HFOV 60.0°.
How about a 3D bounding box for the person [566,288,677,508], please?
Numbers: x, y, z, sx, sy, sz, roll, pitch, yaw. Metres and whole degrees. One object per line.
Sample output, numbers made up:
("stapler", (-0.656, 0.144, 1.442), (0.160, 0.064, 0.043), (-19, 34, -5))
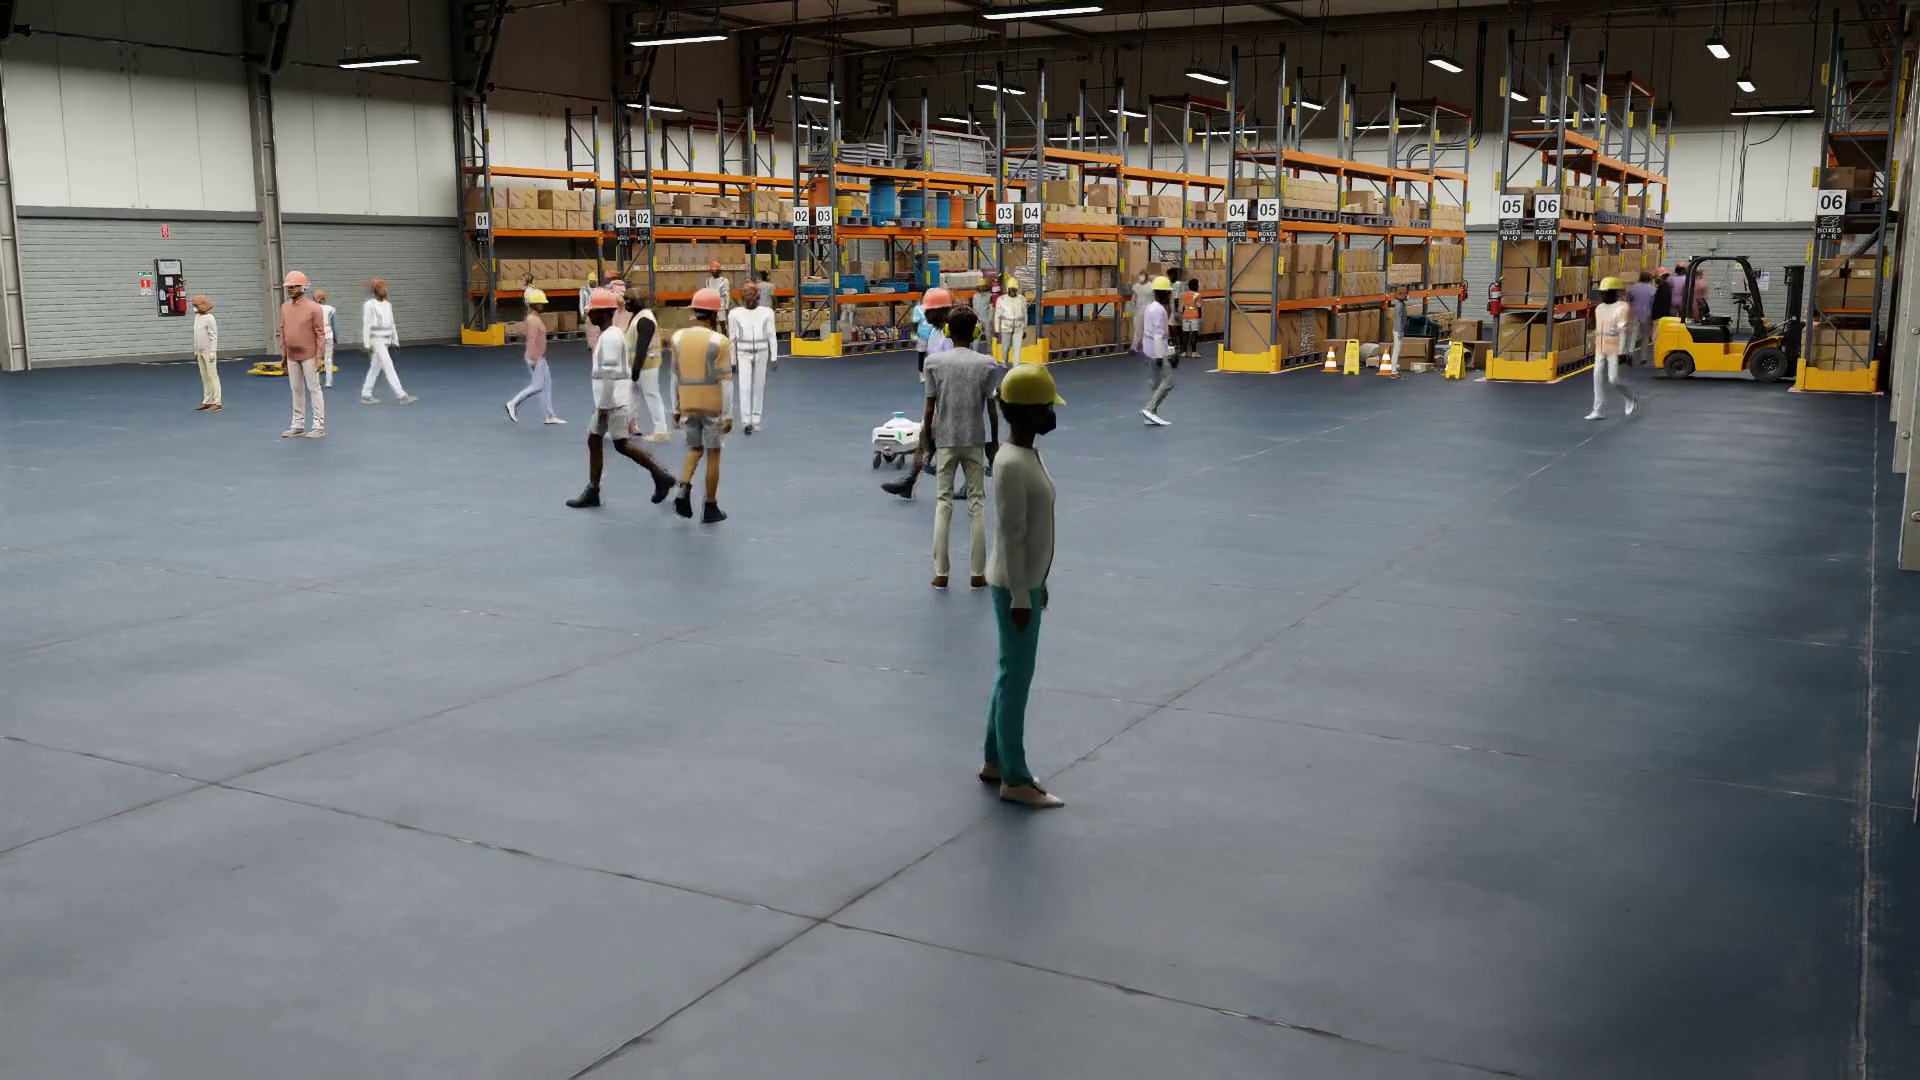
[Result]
("person", (-2.961, -1.225, 14.427), (0.894, 1.914, 0.543), (-4, 10, -21))

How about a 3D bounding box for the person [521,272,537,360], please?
("person", (-8.992, -4.683, 34.830), (0.328, 1.842, 0.515), (0, 10, -1))

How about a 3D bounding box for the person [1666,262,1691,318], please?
("person", (17.428, -5.718, 40.340), (0.605, 2.034, 0.389), (5, 11, 28))

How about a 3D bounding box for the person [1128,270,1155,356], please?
("person", (4.019, -4.961, 36.369), (0.647, 1.882, 1.062), (5, 11, 29))

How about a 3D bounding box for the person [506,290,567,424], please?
("person", (-5.482, -2.345, 21.432), (0.681, 1.749, 0.545), (-1, 10, -5))

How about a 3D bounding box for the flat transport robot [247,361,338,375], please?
("flat transport robot", (-12.315, -3.190, 30.691), (0.652, 0.197, 1.431), (7, 12, 35))

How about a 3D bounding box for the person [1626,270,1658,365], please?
("person", (13.598, -4.431, 33.209), (0.642, 1.911, 0.944), (6, 11, 31))

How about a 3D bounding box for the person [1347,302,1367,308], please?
("person", (10.046, -5.945, 42.348), (0.637, 1.814, 0.868), (4, 11, 24))

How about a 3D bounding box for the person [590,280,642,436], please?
("person", (-4.136, -2.185, 20.110), (0.644, 1.882, 0.761), (-6, 11, -30))

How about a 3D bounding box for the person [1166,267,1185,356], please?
("person", (4.725, -4.989, 36.361), (0.534, 1.929, 0.643), (4, 10, 22))

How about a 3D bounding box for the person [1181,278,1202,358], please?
("person", (4.965, -4.739, 35.580), (0.318, 1.698, 0.539), (-8, 13, -39))

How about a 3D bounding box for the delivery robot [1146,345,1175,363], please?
("delivery robot", (3.883, -3.637, 32.201), (0.477, 0.478, 0.707), (6, 11, 30))

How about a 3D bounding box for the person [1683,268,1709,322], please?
("person", (17.555, -5.541, 39.724), (0.499, 1.889, 0.639), (-7, 12, -34))

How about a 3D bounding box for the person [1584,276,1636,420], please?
("person", (8.710, -2.553, 22.162), (0.687, 1.912, 0.587), (-5, 11, -26))

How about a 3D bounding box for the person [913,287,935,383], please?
("person", (-0.547, -3.481, 28.368), (0.540, 1.649, 0.891), (-2, 10, -13))

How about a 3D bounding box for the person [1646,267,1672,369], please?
("person", (13.543, -4.280, 32.149), (0.390, 1.960, 0.635), (2, 10, 11))

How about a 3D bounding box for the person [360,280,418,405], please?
("person", (-8.455, -2.892, 24.396), (0.974, 1.829, 0.596), (2, 10, 12))

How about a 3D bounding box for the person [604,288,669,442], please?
("person", (-3.805, -2.013, 19.315), (0.870, 1.803, 0.637), (-4, 10, -20))

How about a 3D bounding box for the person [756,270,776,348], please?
("person", (-4.599, -5.464, 39.358), (0.539, 1.859, 0.509), (5, 11, 26))

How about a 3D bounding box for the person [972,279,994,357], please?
("person", (0.473, -4.667, 35.152), (0.506, 1.687, 0.891), (4, 11, 25))

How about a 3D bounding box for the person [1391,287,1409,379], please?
("person", (7.860, -3.703, 29.709), (0.265, 1.632, 0.507), (3, 10, 16))

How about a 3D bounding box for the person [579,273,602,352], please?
("person", (-8.243, -5.095, 37.387), (0.596, 1.800, 0.824), (-4, 10, -20))

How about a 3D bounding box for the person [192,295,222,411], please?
("person", (-10.637, -2.632, 23.442), (0.498, 1.633, 0.284), (7, 12, 37))

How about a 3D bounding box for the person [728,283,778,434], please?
("person", (-2.527, -2.210, 20.381), (0.581, 1.837, 0.956), (-2, 10, -13))

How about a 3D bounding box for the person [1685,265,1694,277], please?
("person", (18.679, -6.114, 42.633), (0.693, 2.000, 0.854), (4, 10, 21))

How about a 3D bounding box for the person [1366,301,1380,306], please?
("person", (11.032, -6.345, 44.664), (0.579, 1.812, 0.859), (7, 12, 35))

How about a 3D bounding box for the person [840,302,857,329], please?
("person", (-2.738, -5.598, 40.829), (0.517, 1.622, 0.375), (6, 11, 31))

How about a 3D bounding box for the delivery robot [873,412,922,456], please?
("delivery robot", (-0.629, -1.086, 17.267), (0.477, 0.478, 0.707), (4, 10, 21))

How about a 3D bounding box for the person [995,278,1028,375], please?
("person", (0.919, -3.843, 30.057), (0.603, 1.799, 0.879), (-1, 10, -7))

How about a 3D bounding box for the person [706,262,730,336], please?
("person", (-5.658, -5.443, 38.700), (0.610, 2.043, 0.397), (4, 10, 22))

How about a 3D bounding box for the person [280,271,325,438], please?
("person", (-7.895, -2.215, 19.940), (0.608, 1.996, 0.381), (3, 10, 19))

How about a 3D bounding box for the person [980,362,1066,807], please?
("person", (0.258, 0.175, 6.652), (0.327, 1.777, 0.528), (1, 10, 8))

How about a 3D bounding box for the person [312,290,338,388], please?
("person", (-10.643, -3.345, 27.683), (0.549, 1.597, 0.814), (-6, 12, -33))

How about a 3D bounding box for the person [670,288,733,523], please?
("person", (-2.094, -1.084, 13.534), (0.569, 1.918, 0.468), (4, 10, 21))

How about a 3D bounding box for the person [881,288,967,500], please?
("person", (-0.232, -1.268, 14.704), (0.985, 1.886, 0.550), (-5, 11, -25))

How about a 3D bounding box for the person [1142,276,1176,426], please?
("person", (2.550, -2.403, 21.260), (0.416, 1.915, 0.609), (0, 10, -3))

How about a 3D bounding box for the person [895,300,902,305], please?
("person", (-2.004, -7.443, 50.897), (0.591, 1.883, 0.917), (5, 11, 26))

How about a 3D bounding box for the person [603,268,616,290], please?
("person", (-7.515, -4.953, 36.230), (0.551, 1.916, 0.789), (5, 11, 29))

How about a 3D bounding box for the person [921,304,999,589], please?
("person", (0.001, -0.598, 10.875), (0.513, 1.864, 0.311), (0, 10, -1))
